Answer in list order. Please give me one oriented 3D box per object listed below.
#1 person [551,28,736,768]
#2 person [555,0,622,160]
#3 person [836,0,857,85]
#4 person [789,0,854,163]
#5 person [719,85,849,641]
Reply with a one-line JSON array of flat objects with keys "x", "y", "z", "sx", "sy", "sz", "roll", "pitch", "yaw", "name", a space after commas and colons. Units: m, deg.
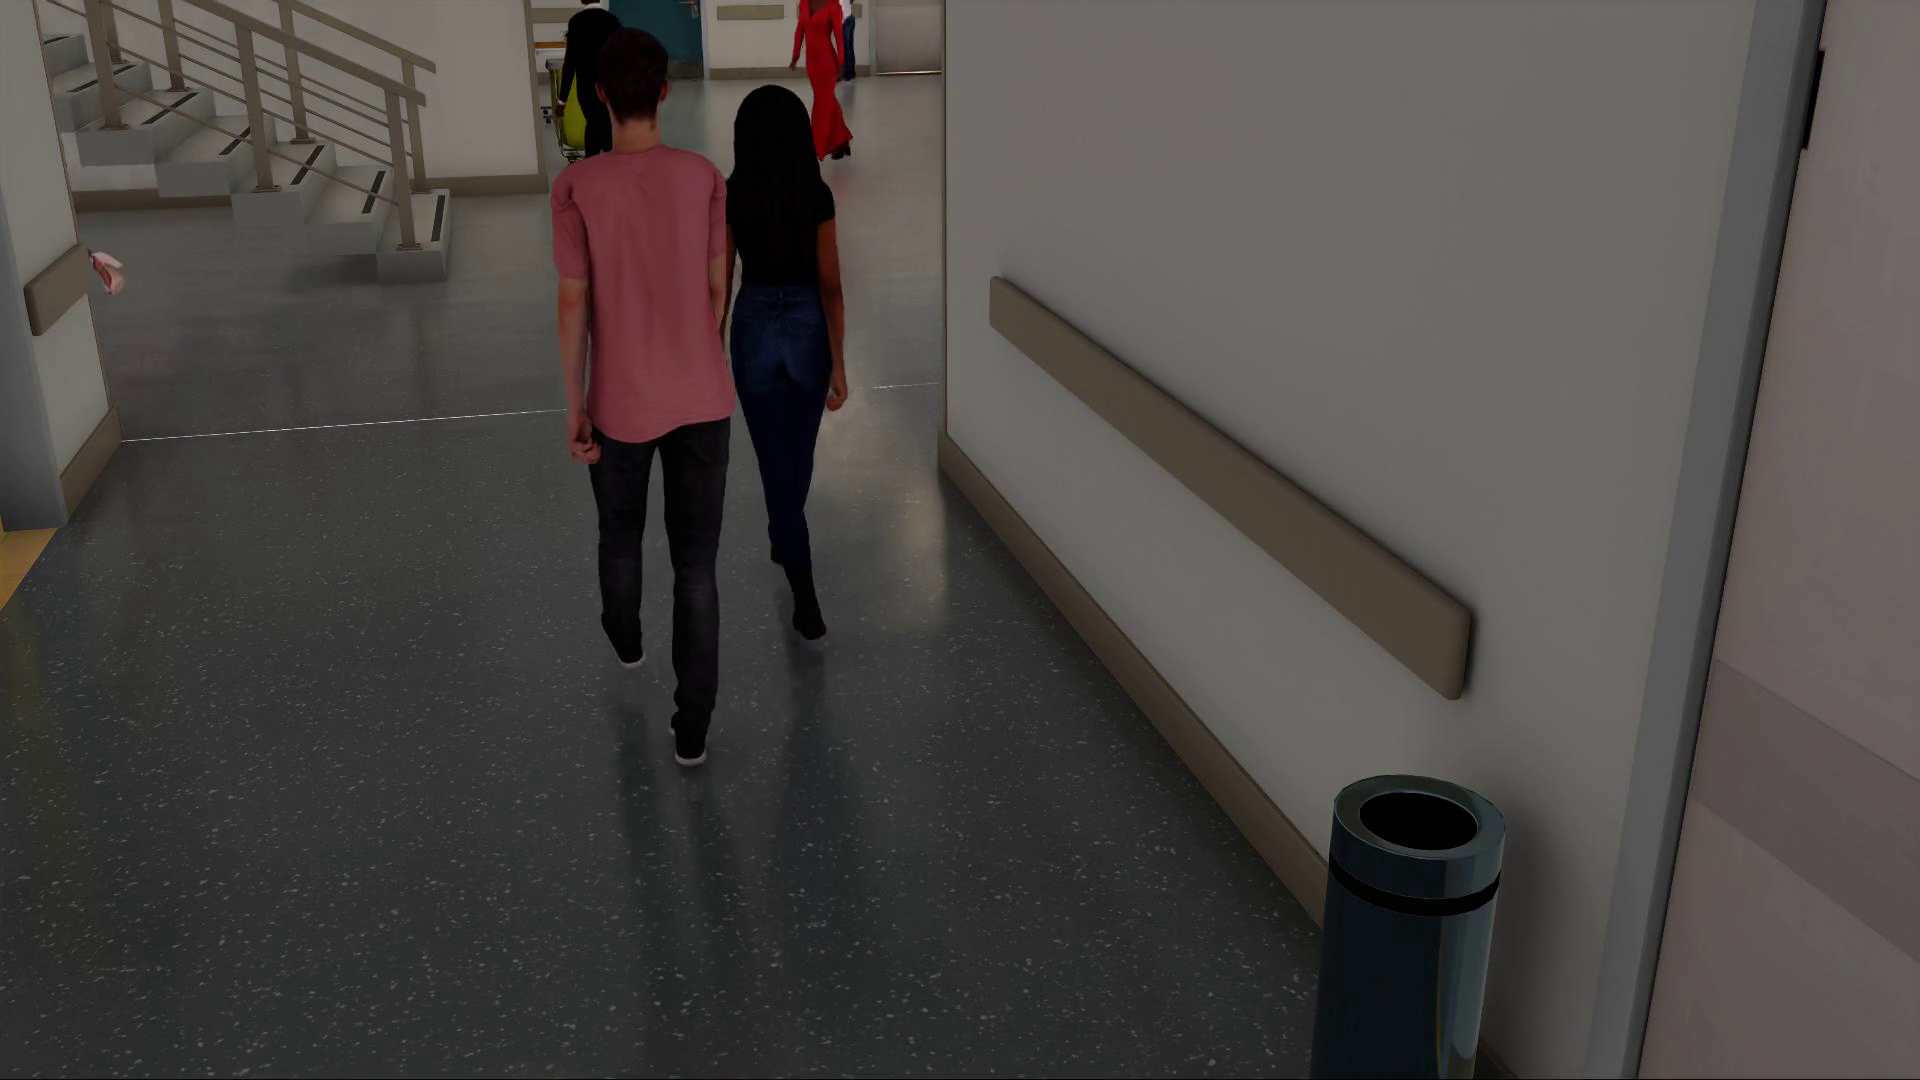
[{"x": -0.781, "y": -0.315, "z": 4.411, "sx": 1.055, "sy": 1.919, "sz": 0.686, "roll": -6, "pitch": 22, "yaw": -15, "name": "person"}, {"x": -2.647, "y": -3.294, "z": 12.489, "sx": 1.217, "sy": 1.767, "sz": 1.191, "roll": 13, "pitch": 25, "yaw": 32, "name": "person"}, {"x": -1.554, "y": -7.050, "z": 22.701, "sx": 0.647, "sy": 1.559, "sz": 0.615, "roll": 4, "pitch": 21, "yaw": 11, "name": "person"}, {"x": -1.201, "y": -4.282, "z": 15.143, "sx": 1.061, "sy": 1.735, "sz": 1.217, "roll": 15, "pitch": 26, "yaw": 35, "name": "person"}, {"x": -0.549, "y": -0.503, "z": 5.249, "sx": 1.137, "sy": 1.676, "sz": 0.677, "roll": -4, "pitch": 21, "yaw": -11, "name": "person"}]
